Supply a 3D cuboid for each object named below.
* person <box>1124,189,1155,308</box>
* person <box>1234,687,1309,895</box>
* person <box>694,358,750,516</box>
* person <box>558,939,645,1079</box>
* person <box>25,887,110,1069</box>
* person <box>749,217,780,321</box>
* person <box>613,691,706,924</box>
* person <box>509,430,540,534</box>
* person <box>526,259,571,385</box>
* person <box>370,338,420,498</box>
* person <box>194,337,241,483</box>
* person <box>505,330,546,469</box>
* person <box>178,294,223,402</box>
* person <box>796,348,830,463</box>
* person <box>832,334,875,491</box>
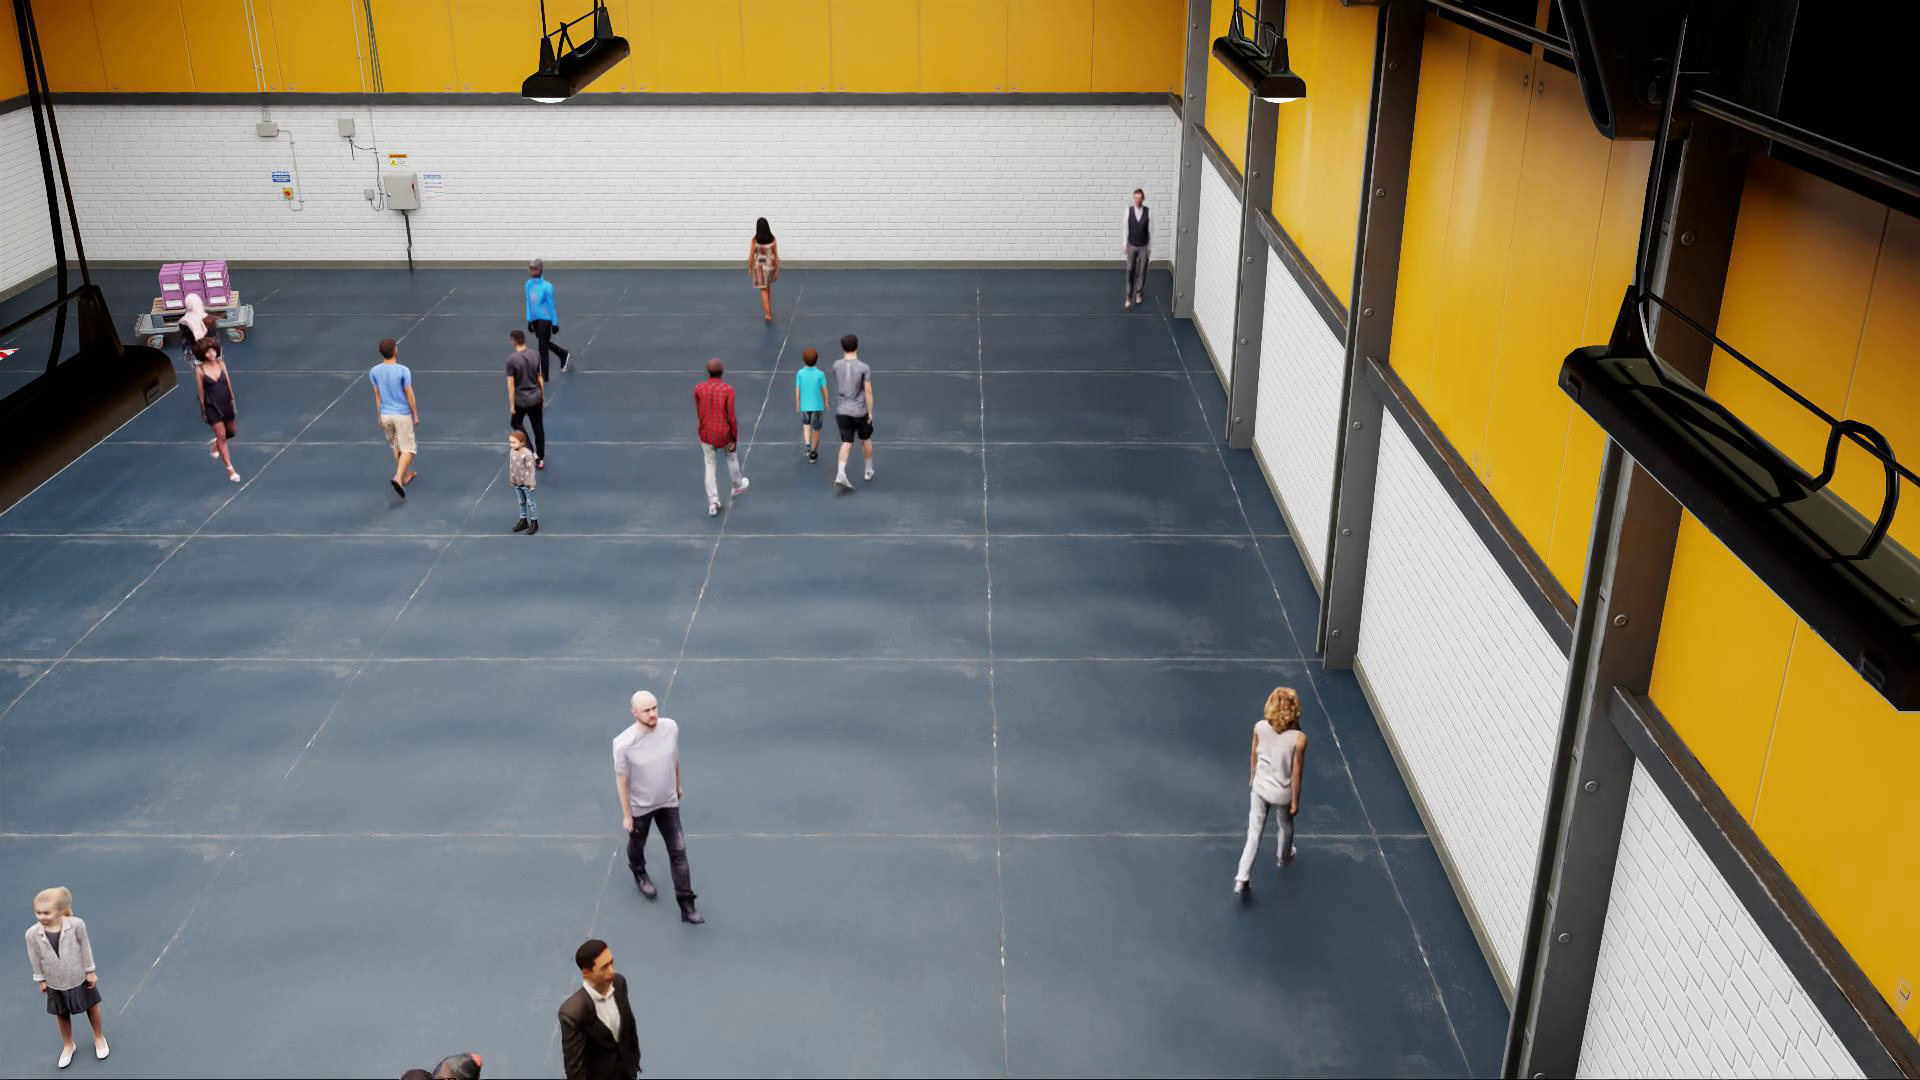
[{"bbox_3d":[2.953,-4.825,27.266,0.757,1.905,1.015,3,24,8],"label":"person"},{"bbox_3d":[2.266,1.879,12.272,1.000,1.631,1.180,15,28,31],"label":"person"},{"bbox_3d":[-2.812,-1.166,19.043,0.831,1.788,1.156,4,24,9],"label":"person"},{"bbox_3d":[-2.077,3.030,9.437,0.983,1.792,0.957,13,27,28],"label":"person"},{"bbox_3d":[-5.724,2.778,10.660,0.578,1.275,0.607,-9,25,-19],"label":"person"},{"bbox_3d":[-3.087,-4.261,26.359,0.932,1.598,1.188,-11,26,-23],"label":"person"},{"bbox_3d":[-2.276,1.883,12.073,1.110,1.783,1.299,-14,27,-30],"label":"person"},{"bbox_3d":[-4.892,-0.668,18.643,0.555,1.195,0.573,11,26,24],"label":"person"},{"bbox_3d":[-5.843,-3.111,23.519,0.968,1.765,1.203,12,26,26],"label":"person"},{"bbox_3d":[-6.654,-1.419,19.556,0.696,1.839,1.132,2,24,4],"label":"person"},{"bbox_3d":[-8.971,-1.587,20.028,0.980,1.769,0.960,19,30,37],"label":"person"},{"bbox_3d":[-5.234,-1.678,20.262,0.782,1.748,0.838,-20,31,-38],"label":"person"},{"bbox_3d":[-10.090,-2.454,22.236,1.128,1.590,1.106,20,30,38],"label":"person"},{"bbox_3d":[-1.852,-1.653,20.596,0.572,1.435,0.642,4,24,9],"label":"person"},{"bbox_3d":[-1.325,-1.498,19.722,0.812,1.851,1.098,8,25,17],"label":"person"}]
